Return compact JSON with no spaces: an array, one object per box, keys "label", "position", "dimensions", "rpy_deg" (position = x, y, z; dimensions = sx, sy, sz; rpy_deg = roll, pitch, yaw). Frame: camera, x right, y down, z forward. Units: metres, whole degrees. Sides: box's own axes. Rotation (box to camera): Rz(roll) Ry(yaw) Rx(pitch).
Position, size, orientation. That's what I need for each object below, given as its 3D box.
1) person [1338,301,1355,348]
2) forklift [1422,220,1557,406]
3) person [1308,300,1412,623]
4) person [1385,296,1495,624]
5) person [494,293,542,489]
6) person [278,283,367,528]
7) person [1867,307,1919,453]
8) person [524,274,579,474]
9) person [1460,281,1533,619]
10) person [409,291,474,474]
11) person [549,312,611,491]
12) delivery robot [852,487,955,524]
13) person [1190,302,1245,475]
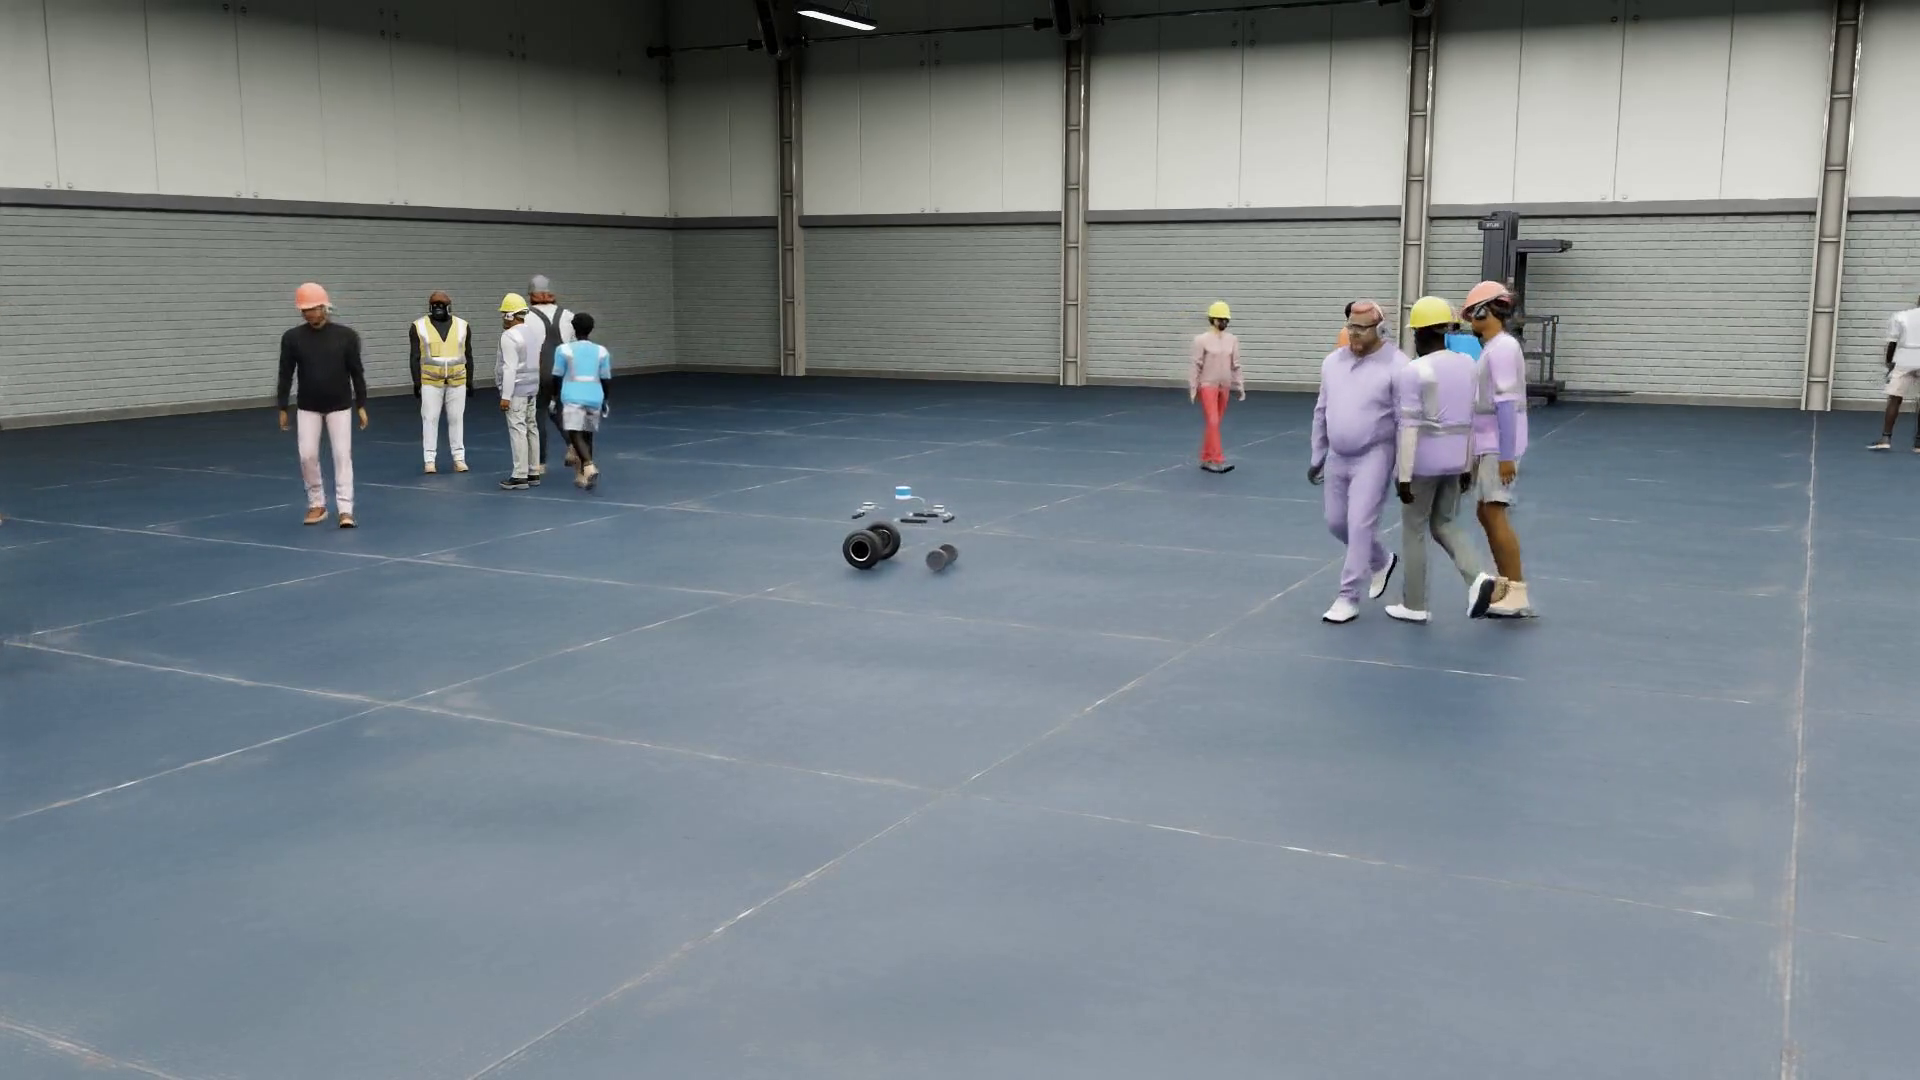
[{"label":"person","position":[4.522,-1.895,19.160],"dimensions":[0.315,1.695,0.541],"rpy_deg":[6,11,33]},{"label":"forklift","position":[8.245,-3.527,25.720],"dimensions":[1.873,2.768,1.129],"rpy_deg":[5,10,27]},{"label":"person","position":[2.409,-0.483,9.866],"dimensions":[0.775,1.881,0.661],"rpy_deg":[-8,12,-39]},{"label":"person","position":[2.762,-0.443,9.559],"dimensions":[0.601,1.905,0.617],"rpy_deg":[-5,11,-29]},{"label":"person","position":[-4.193,-1.412,15.767],"dimensions":[0.404,1.832,0.600],"rpy_deg":[2,9,13]},{"label":"person","position":[-5.107,-1.059,13.322],"dimensions":[0.663,1.984,0.481],"rpy_deg":[-2,9,-13]},{"label":"person","position":[10.790,-1.955,18.866],"dimensions":[0.752,1.929,0.510],"rpy_deg":[6,11,34]},{"label":"person","position":[-4.179,-1.671,16.851],"dimensions":[0.699,2.000,0.682],"rpy_deg":[-7,12,-39]},{"label":"person","position":[3.197,-0.546,9.951],"dimensions":[0.462,1.987,0.759],"rpy_deg":[2,9,11]},{"label":"person","position":[-5.261,-1.606,16.946],"dimensions":[0.625,1.840,0.430],"rpy_deg":[-5,10,-26]},{"label":"person","position":[-3.502,-1.289,15.530],"dimensions":[0.566,1.668,0.787],"rpy_deg":[-6,11,-33]},{"label":"delivery robot","position":[-0.397,-0.256,11.612],"dimensions":[0.698,0.223,0.335],"rpy_deg":[3,10,16]},{"label":"person","position":[2.638,-1.524,16.785],"dimensions":[0.545,1.727,0.817],"rpy_deg":[-5,10,-27]}]
